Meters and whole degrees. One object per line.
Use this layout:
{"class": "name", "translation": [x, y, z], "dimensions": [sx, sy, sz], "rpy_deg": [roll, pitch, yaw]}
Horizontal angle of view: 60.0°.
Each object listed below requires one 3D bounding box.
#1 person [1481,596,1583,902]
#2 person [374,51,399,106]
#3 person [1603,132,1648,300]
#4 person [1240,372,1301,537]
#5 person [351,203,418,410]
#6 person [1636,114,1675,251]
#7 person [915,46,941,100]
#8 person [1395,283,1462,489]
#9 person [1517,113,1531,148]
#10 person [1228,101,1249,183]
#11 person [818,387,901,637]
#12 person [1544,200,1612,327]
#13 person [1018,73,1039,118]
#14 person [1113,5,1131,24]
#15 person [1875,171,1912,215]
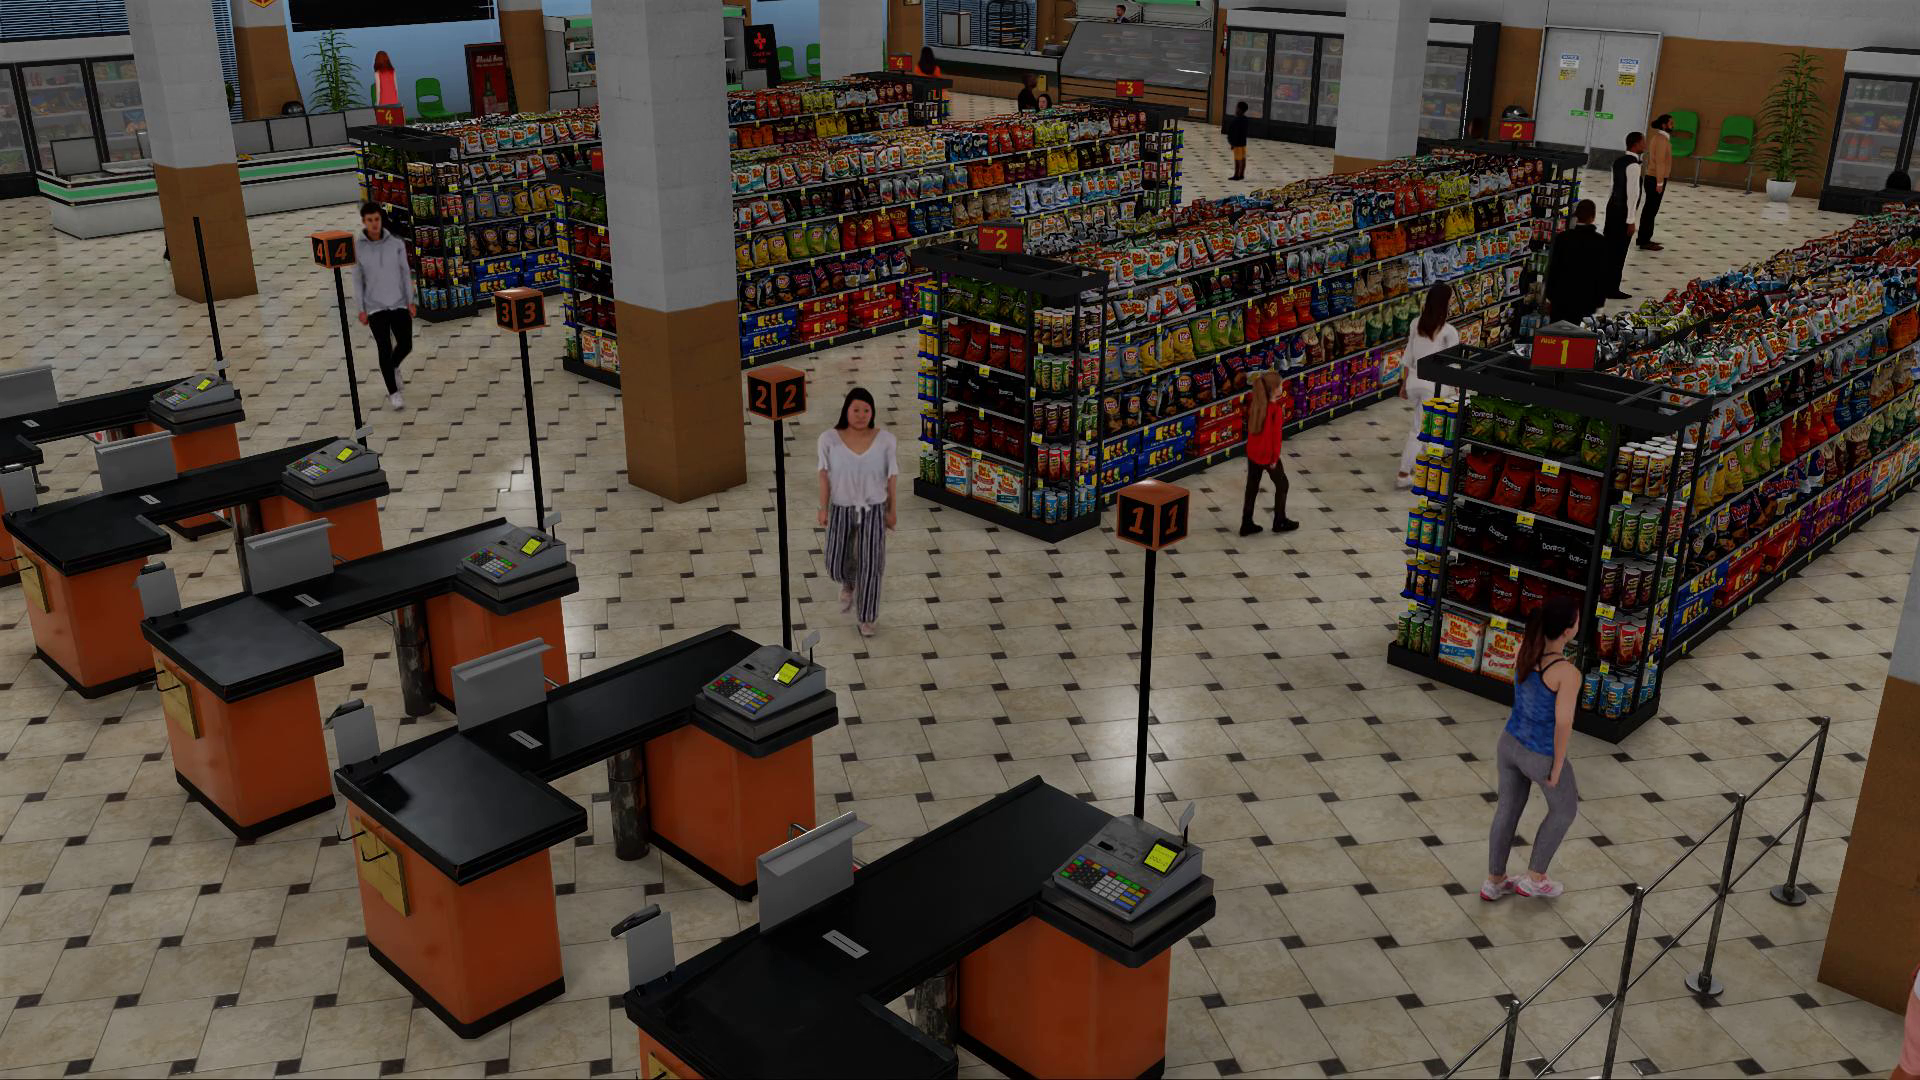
{"class": "person", "translation": [2.669, 1.026, 7.896], "dimensions": [0.671, 1.594, 0.636], "rpy_deg": [-12, 25, -27]}
{"class": "person", "translation": [-9.996, -7.621, 29.102], "dimensions": [0.676, 1.828, 0.485], "rpy_deg": [16, 27, 34]}
{"class": "person", "translation": [7.756, -3.813, 19.504], "dimensions": [0.816, 1.917, 0.776], "rpy_deg": [-2, 22, -5]}
{"class": "person", "translation": [2.233, -0.625, 12.442], "dimensions": [0.723, 1.267, 0.567], "rpy_deg": [-15, 26, -33]}
{"class": "person", "translation": [-5.365, -2.200, 15.492], "dimensions": [0.967, 1.917, 0.893], "rpy_deg": [-12, 25, -28]}
{"class": "person", "translation": [9.239, -4.760, 22.081], "dimensions": [0.814, 1.754, 0.709], "rpy_deg": [5, 23, 13]}
{"class": "person", "translation": [-0.585, -8.163, 30.575], "dimensions": [0.970, 1.734, 0.979], "rpy_deg": [-4, 22, -9]}
{"class": "person", "translation": [3.709, -1.205, 13.363], "dimensions": [0.979, 1.657, 0.686], "rpy_deg": [-16, 27, -35]}
{"class": "person", "translation": [8.673, -5.982, 25.793], "dimensions": [0.643, 1.254, 0.513], "rpy_deg": [9, 24, 21]}
{"class": "person", "translation": [4.544, -6.476, 26.997], "dimensions": [0.594, 1.272, 0.488], "rpy_deg": [16, 27, 35]}
{"class": "person", "translation": [-0.666, -0.213, 10.882], "dimensions": [0.881, 1.667, 0.942], "rpy_deg": [0, 22, -1]}
{"class": "person", "translation": [5.716, -2.202, 15.527], "dimensions": [0.817, 1.893, 0.793], "rpy_deg": [12, 25, 27]}
{"class": "person", "translation": [1.060, -6.369, 25.998], "dimensions": [0.762, 1.819, 0.752], "rpy_deg": [-4, 22, -11]}
{"class": "person", "translation": [3.712, -11.420, 38.503], "dimensions": [0.632, 1.867, 0.555], "rpy_deg": [20, 29, 41]}
{"class": "person", "translation": [10.509, -3.312, 18.694], "dimensions": [1.033, 1.592, 1.131], "rpy_deg": [1, 22, 4]}
